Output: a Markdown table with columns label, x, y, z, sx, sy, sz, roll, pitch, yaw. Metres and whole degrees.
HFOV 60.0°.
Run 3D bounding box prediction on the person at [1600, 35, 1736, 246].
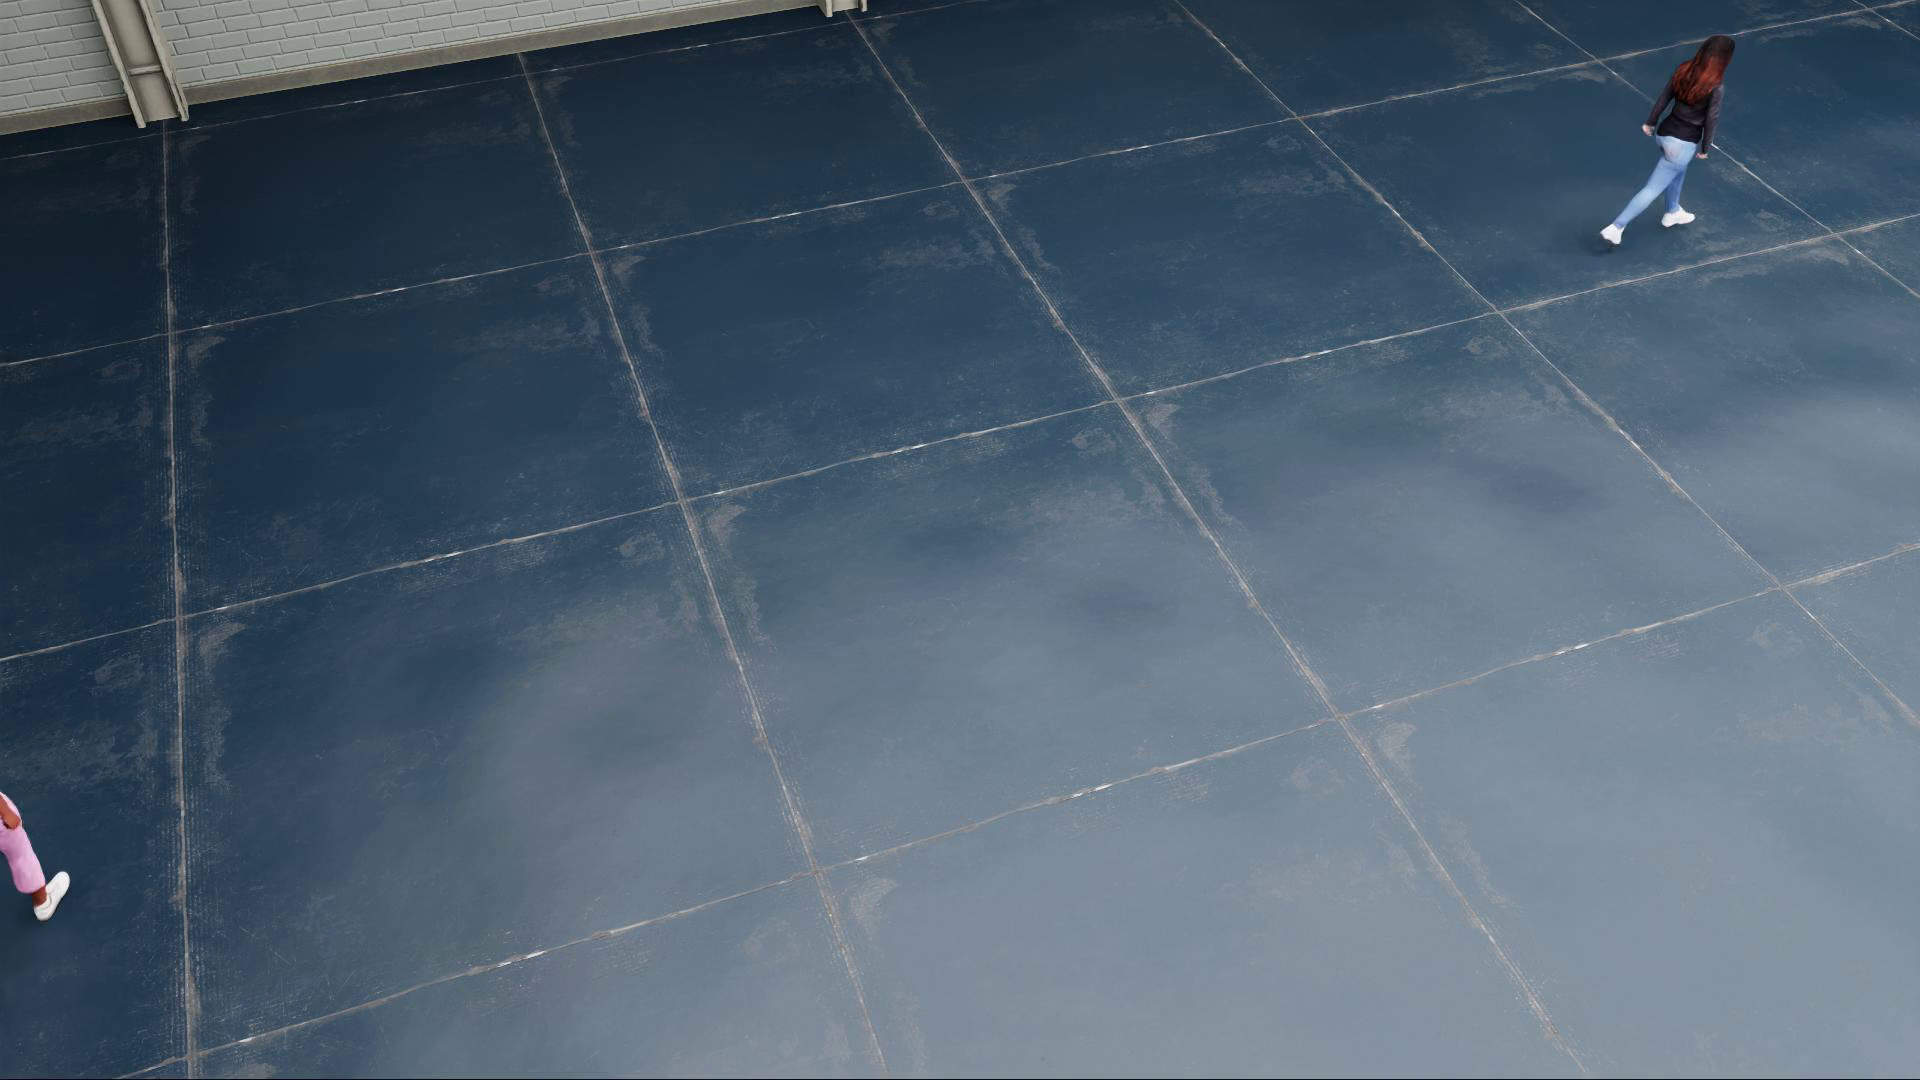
| label | x | y | z | sx | sy | sz | roll | pitch | yaw |
| --- | --- | --- | --- | --- | --- | --- | --- | --- | --- |
| person | 5.160 | -2.873 | 12.126 | 1.125 | 1.590 | 0.651 | -14 | 45 | -15 |
